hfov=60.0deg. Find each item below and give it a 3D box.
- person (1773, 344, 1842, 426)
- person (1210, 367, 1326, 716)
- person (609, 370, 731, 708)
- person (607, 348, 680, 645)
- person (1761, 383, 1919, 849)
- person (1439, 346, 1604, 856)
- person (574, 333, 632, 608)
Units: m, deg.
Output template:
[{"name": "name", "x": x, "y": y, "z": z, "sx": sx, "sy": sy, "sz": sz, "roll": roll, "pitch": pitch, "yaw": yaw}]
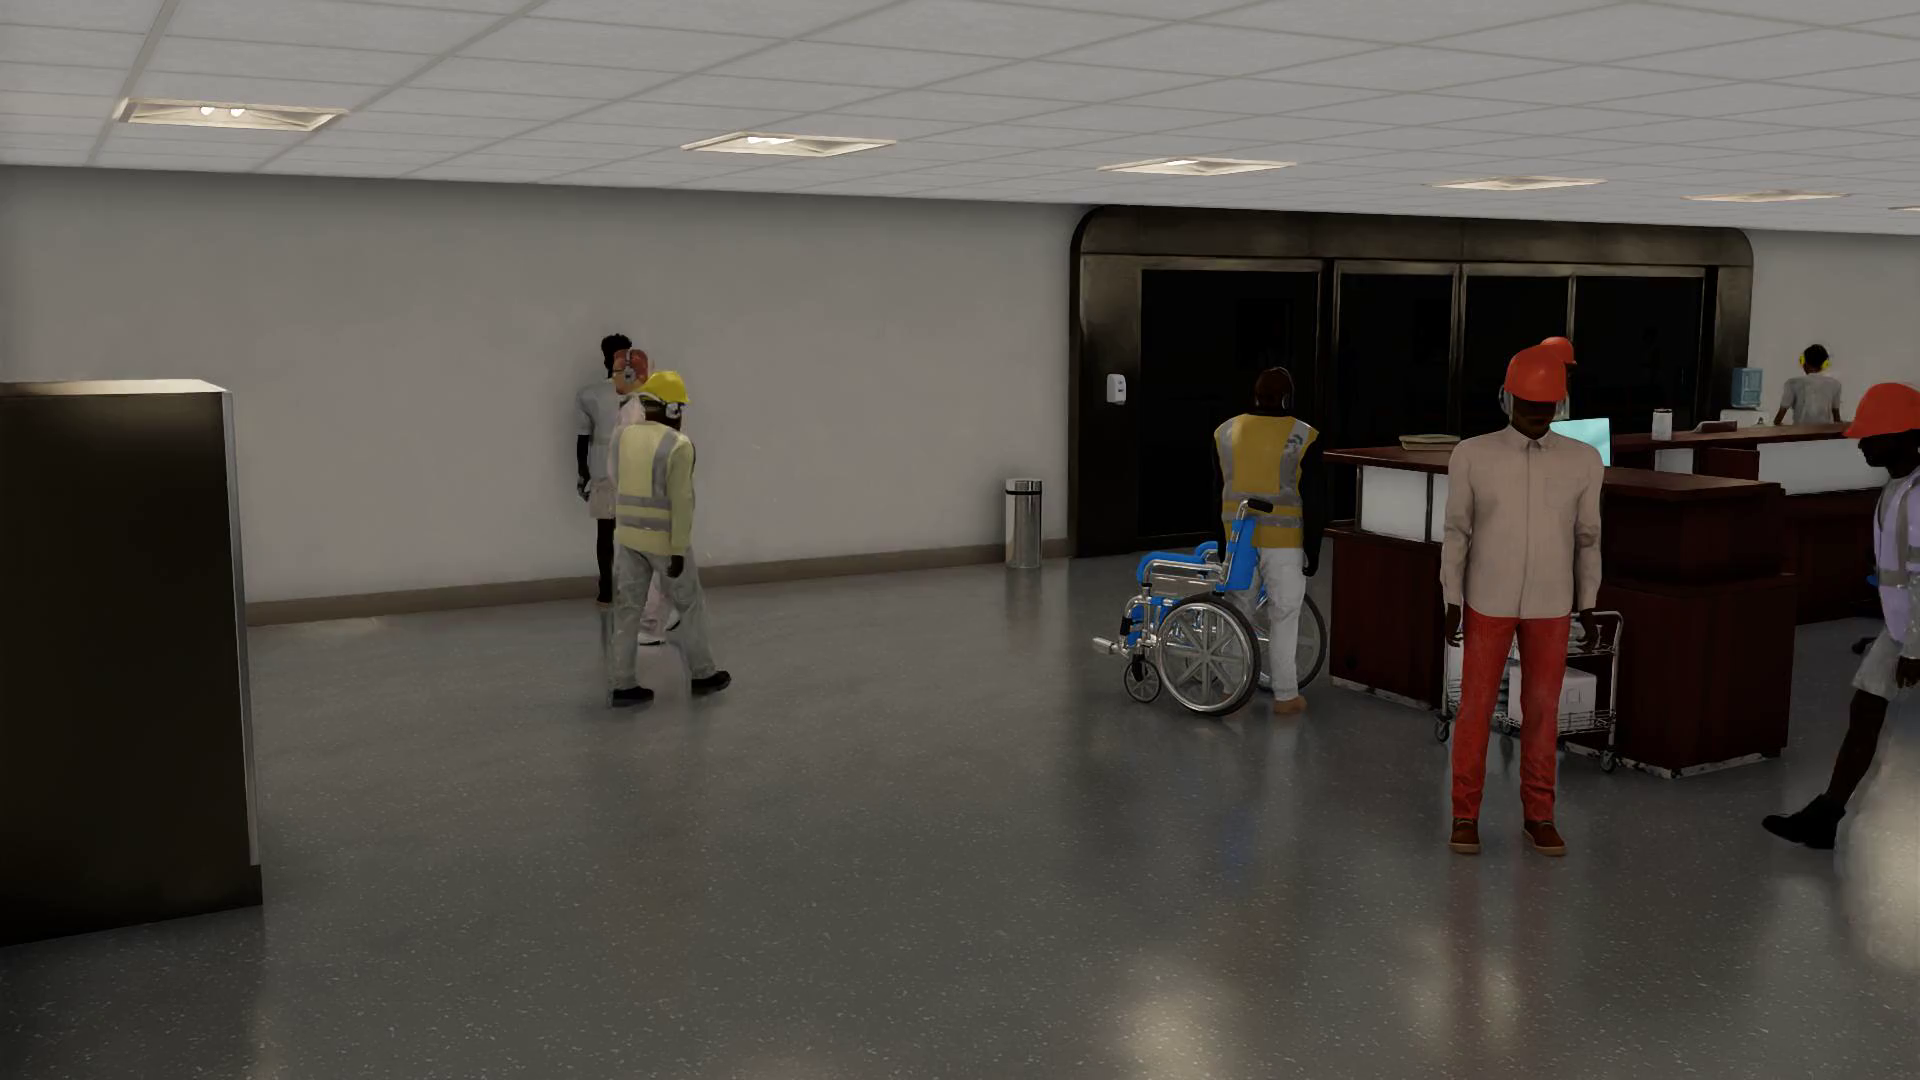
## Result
[{"name": "person", "x": 7.661, "y": -0.865, "z": 15.158, "sx": 0.642, "sy": 1.808, "sz": 0.892, "roll": 0, "pitch": 8, "yaw": -1}, {"name": "person", "x": 1.628, "y": 0.009, "z": 8.774, "sx": 0.628, "sy": 1.836, "sz": 0.429, "roll": 5, "pitch": 9, "yaw": 31}, {"name": "person", "x": -1.595, "y": -0.016, "z": 9.054, "sx": 0.602, "sy": 1.792, "sz": 0.842, "roll": 5, "pitch": 9, "yaw": 31}, {"name": "person", "x": -1.998, "y": -0.265, "z": 10.543, "sx": 0.459, "sy": 1.894, "sz": 0.659, "roll": 0, "pitch": 8, "yaw": -2}, {"name": "person", "x": 3.715, "y": 0.329, "z": 6.417, "sx": 1.023, "sy": 1.865, "sz": 0.540, "roll": 1, "pitch": 8, "yaw": 9}, {"name": "person", "x": 2.189, "y": 0.244, "z": 6.496, "sx": 0.610, "sy": 1.990, "sz": 0.390, "roll": 1, "pitch": 8, "yaw": 6}, {"name": "person", "x": -2.439, "y": -0.494, "z": 11.920, "sx": 0.612, "sy": 1.962, "sz": 0.363, "roll": -1, "pitch": 8, "yaw": -11}]
